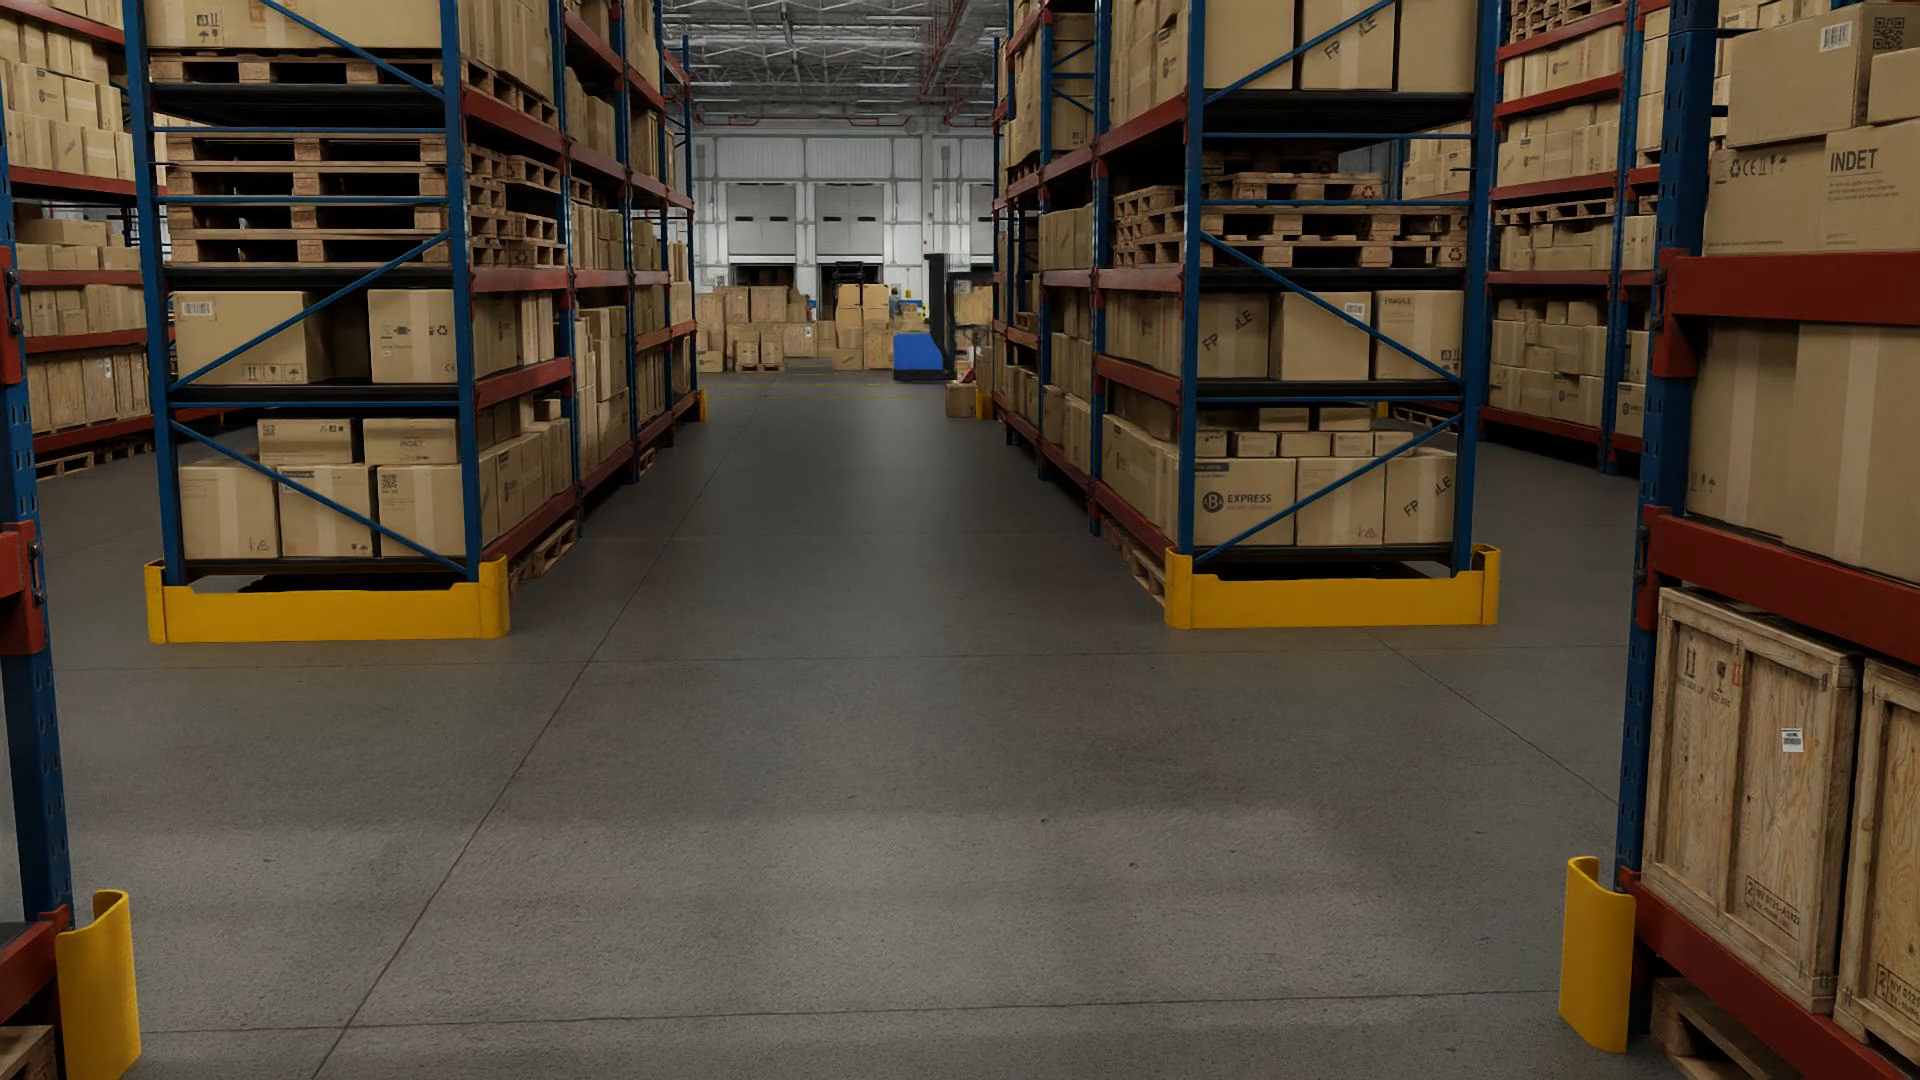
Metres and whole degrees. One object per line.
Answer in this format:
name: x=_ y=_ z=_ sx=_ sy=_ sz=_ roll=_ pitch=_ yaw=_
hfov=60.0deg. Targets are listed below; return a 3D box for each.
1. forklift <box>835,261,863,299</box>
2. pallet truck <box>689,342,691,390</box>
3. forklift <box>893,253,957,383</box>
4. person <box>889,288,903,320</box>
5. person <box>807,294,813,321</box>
forklift: x=-3.739 y=-8.045 z=56.345 sx=1.129 sy=2.768 sz=1.873 roll=0 pitch=9 yaw=0
pallet truck: x=-5.225 y=-3.008 z=27.480 sx=1.885 sy=1.965 sz=0.823 roll=2 pitch=9 yaw=14
forklift: x=-0.534 y=-4.864 z=36.370 sx=1.873 sy=2.768 sz=1.129 roll=-1 pitch=9 yaw=-4
person: x=-2.295 y=-7.818 z=57.926 sx=0.636 sy=1.928 sz=0.391 roll=3 pitch=10 yaw=19
person: x=-5.400 y=-7.872 z=59.034 sx=0.542 sy=1.681 sz=0.554 roll=-8 pitch=12 yaw=-40
